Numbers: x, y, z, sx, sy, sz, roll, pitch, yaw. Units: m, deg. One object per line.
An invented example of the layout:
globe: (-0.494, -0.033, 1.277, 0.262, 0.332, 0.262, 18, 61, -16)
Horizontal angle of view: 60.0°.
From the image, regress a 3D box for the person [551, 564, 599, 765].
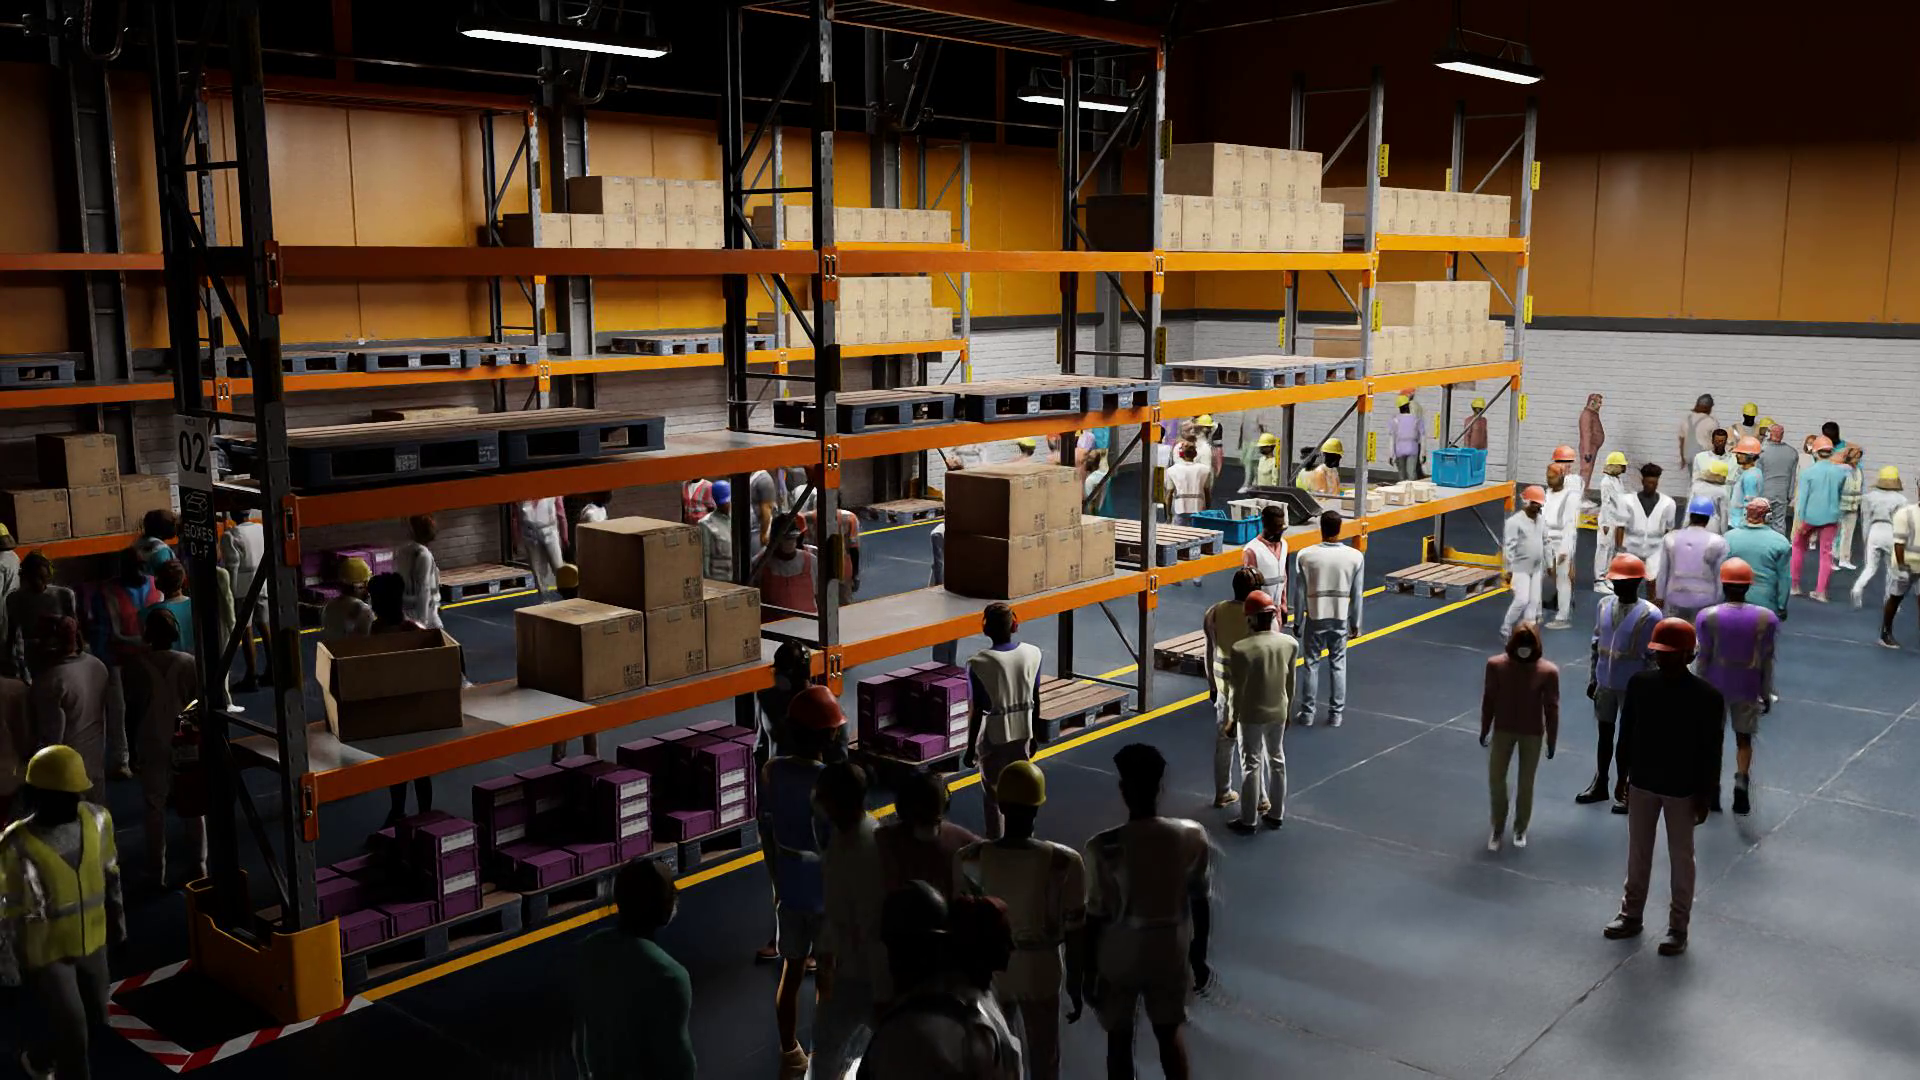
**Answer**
person: (-2.980, 1.050, 12.835, 0.534, 1.767, 0.318, -2, 10, -13)

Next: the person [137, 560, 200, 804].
person: (-5.834, 1.070, 12.473, 0.393, 1.847, 0.563, 8, 13, 40)

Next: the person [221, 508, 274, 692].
person: (-6.768, 0.473, 15.770, 0.373, 1.934, 0.552, 4, 10, 23)

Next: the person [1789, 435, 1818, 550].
person: (12.028, -0.681, 23.560, 0.500, 1.634, 0.286, 7, 12, 37)

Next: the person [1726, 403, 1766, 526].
person: (12.079, -1.159, 25.578, 0.593, 1.918, 0.399, 1, 10, 5)

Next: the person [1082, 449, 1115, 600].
person: (1.662, -0.184, 20.075, 0.480, 1.819, 0.510, 4, 10, 25)

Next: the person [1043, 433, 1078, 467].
person: (1.242, -0.496, 21.492, 0.620, 1.962, 0.763, -8, 13, -41)

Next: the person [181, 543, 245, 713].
person: (-6.724, 0.766, 14.927, 0.503, 1.631, 0.283, 3, 10, 15)

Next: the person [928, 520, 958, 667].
person: (-0.092, 0.491, 15.735, 0.391, 1.913, 0.587, 4, 10, 22)

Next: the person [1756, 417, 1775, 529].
person: (12.109, -0.978, 25.034, 0.322, 1.738, 0.484, 8, 12, 38)

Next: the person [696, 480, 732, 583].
person: (-2.331, 0.352, 16.518, 0.419, 1.933, 0.620, 9, 13, 42)

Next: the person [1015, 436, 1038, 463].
person: (0.901, -0.557, 22.430, 0.358, 1.752, 0.550, -4, 10, -24)

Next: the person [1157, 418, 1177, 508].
person: (3.375, -1.481, 27.497, 0.399, 1.919, 0.629, 5, 11, 26)

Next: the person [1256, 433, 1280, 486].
person: (4.158, -0.568, 22.519, 0.334, 1.760, 0.525, -3, 10, -16)

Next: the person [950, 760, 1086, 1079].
person: (0.251, 1.904, 7.256, 0.591, 1.926, 0.386, 1, 10, 4)

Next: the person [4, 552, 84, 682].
person: (-7.139, 1.001, 12.941, 0.587, 1.818, 0.889, -2, 10, -12)

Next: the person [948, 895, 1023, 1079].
person: (0.063, 2.159, 5.865, 0.355, 1.883, 0.576, -2, 10, -12)

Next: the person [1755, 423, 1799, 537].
person: (10.891, -0.616, 22.367, 0.641, 1.908, 0.407, -1, 10, -8)

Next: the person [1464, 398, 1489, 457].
person: (8.789, -1.540, 28.323, 0.528, 1.764, 0.335, -6, 11, -32)

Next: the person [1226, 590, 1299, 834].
person: (2.134, 1.220, 11.873, 0.567, 1.746, 0.340, -5, 11, -26)

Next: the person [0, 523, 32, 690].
person: (-8.696, 0.685, 15.130, 0.323, 1.729, 0.489, -2, 10, -9)

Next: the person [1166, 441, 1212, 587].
person: (2.855, -0.319, 20.807, 0.561, 1.836, 0.395, 0, 10, 1)

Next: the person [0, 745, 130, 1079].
person: (-4.161, 1.845, 7.664, 0.697, 1.903, 0.603, 5, 11, 26)

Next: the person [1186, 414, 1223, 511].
person: (3.701, -1.175, 25.346, 0.616, 2.030, 0.409, 4, 10, 22)

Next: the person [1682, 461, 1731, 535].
person: (9.038, -0.118, 20.064, 0.826, 1.675, 0.515, -5, 11, -28)

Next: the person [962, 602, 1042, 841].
person: (0.290, 1.325, 10.977, 0.564, 1.837, 0.388, -6, 11, -31)

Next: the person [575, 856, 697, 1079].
person: (-1.221, 2.103, 6.070, 0.581, 1.924, 0.640, -9, 13, -42)

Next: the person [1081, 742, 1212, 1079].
person: (0.834, 1.863, 7.421, 0.635, 1.949, 0.610, -3, 10, -15)

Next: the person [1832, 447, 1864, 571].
person: (11.699, -0.411, 21.972, 0.520, 1.633, 0.313, -3, 10, -19)

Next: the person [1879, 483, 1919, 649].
person: (9.881, 0.256, 17.193, 0.590, 1.910, 0.972, 0, 10, 2)

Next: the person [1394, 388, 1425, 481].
person: (7.799, -1.716, 28.835, 0.570, 1.941, 0.665, 7, 12, 36)

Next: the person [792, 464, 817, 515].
person: (-1.652, 0.038, 18.558, 0.338, 1.878, 0.580, -8, 12, -39)

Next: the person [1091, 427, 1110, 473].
person: (2.444, -1.668, 29.095, 0.335, 1.753, 0.563, -2, 10, -10)

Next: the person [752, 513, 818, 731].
person: (-1.426, 0.777, 13.647, 0.693, 2.000, 0.555, -2, 10, -13)

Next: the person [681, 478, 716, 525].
person: (-3.216, -0.183, 20.428, 0.536, 1.692, 0.319, 6, 11, 31)

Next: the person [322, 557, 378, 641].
person: (-4.604, 1.037, 12.746, 0.622, 1.816, 0.433, 7, 12, 36)

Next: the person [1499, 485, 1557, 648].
person: (5.990, 0.277, 17.521, 0.574, 1.740, 0.376, -7, 12, -35)

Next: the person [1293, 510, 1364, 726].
person: (3.215, 0.691, 14.566, 0.591, 1.909, 0.407, 0, 10, 1)

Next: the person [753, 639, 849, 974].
person: (-0.926, 1.514, 9.549, 0.635, 1.937, 0.354, 6, 11, 33)

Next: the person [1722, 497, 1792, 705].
person: (7.320, 0.558, 15.350, 0.636, 1.911, 0.405, 8, 12, 39)
